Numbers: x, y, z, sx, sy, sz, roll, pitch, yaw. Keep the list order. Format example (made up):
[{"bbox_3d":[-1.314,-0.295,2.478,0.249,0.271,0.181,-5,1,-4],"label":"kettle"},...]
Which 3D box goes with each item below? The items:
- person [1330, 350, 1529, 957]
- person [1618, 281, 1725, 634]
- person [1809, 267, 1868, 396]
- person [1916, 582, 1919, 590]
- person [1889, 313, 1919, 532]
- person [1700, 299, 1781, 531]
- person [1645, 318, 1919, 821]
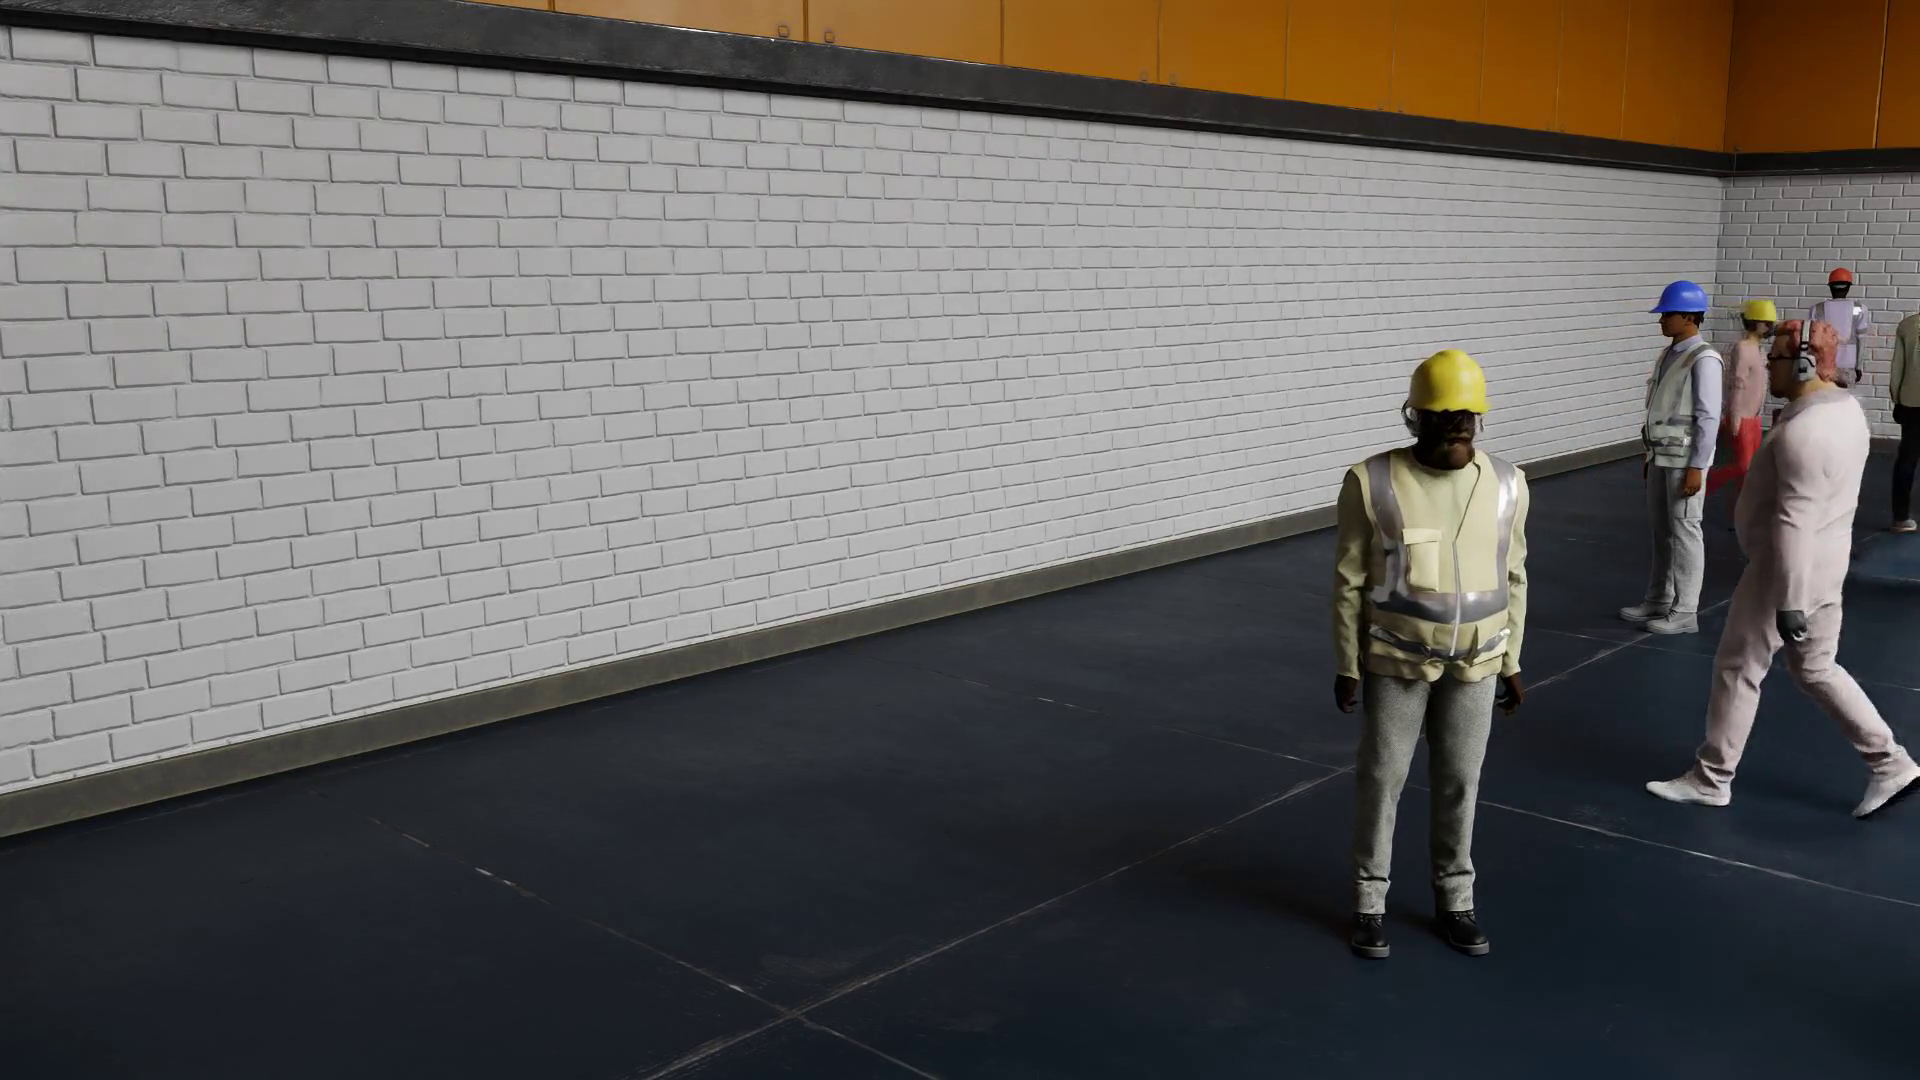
[{"bbox_3d":[1.413,0.349,4.992,0.600,1.829,0.404,-1,10,-3],"label":"person"},{"bbox_3d":[3.977,-0.457,9.243,0.388,1.947,0.615,0,10,-2],"label":"person"},{"bbox_3d":[8.892,-1.795,16.921,0.542,1.930,0.366,4,11,22],"label":"person"},{"bbox_3d":[6.249,-0.517,10.046,0.677,1.797,0.534,7,12,33],"label":"person"},{"bbox_3d":[7.222,-1.022,12.341,0.392,1.991,0.612,-6,12,-30],"label":"person"},{"bbox_3d":[5.813,-0.920,12.419,0.507,1.750,0.546,10,14,44],"label":"person"},{"bbox_3d":[3.116,0.121,6.154,0.650,1.878,0.866,-10,14,-44],"label":"person"}]
